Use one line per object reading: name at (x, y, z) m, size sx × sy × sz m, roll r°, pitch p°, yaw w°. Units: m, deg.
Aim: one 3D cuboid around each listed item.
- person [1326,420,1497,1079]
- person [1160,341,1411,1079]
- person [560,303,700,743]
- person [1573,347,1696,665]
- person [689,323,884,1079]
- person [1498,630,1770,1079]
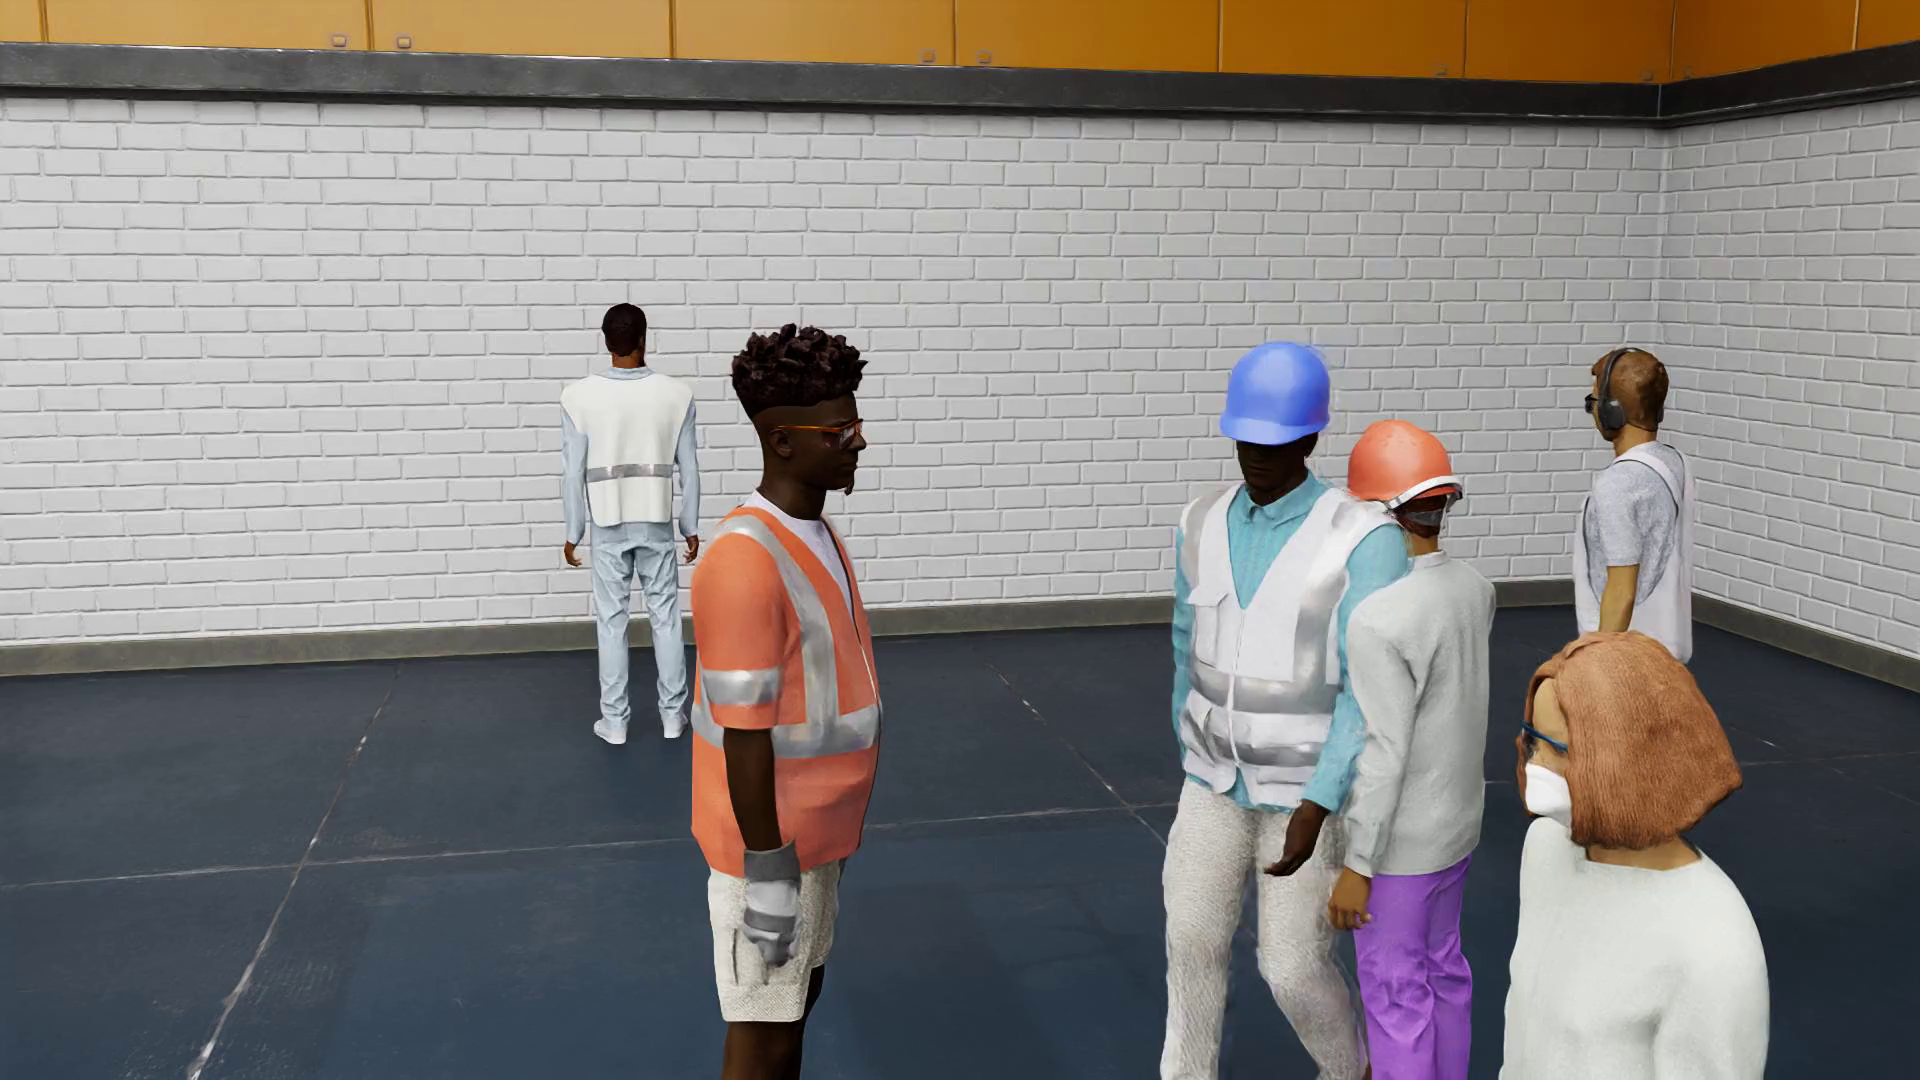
person at (0.945, 0.613, 3.622) m, size 0.339 × 1.748 × 0.564 m, roll 7°, pitch 12°, yaw 37°
person at (0.706, 0.517, 3.692) m, size 0.625 × 1.917 × 0.630 m, roll -9°, pitch 13°, yaw -44°
person at (-1.433, -0.058, 7.279) m, size 0.606 × 1.916 × 0.439 m, roll -3°, pitch 10°, yaw -20°
person at (1.937, 0.366, 4.850) m, size 0.339 × 1.842 × 0.507 m, roll 8°, pitch 13°, yaw 42°
person at (-0.332, 0.560, 3.289) m, size 0.373 × 1.966 × 0.607 m, roll 1°, pitch 9°, yaw 8°
person at (0.829, 0.916, 2.158) m, size 0.272 × 1.627 × 0.502 m, roll -1°, pitch 9°, yaw -6°
